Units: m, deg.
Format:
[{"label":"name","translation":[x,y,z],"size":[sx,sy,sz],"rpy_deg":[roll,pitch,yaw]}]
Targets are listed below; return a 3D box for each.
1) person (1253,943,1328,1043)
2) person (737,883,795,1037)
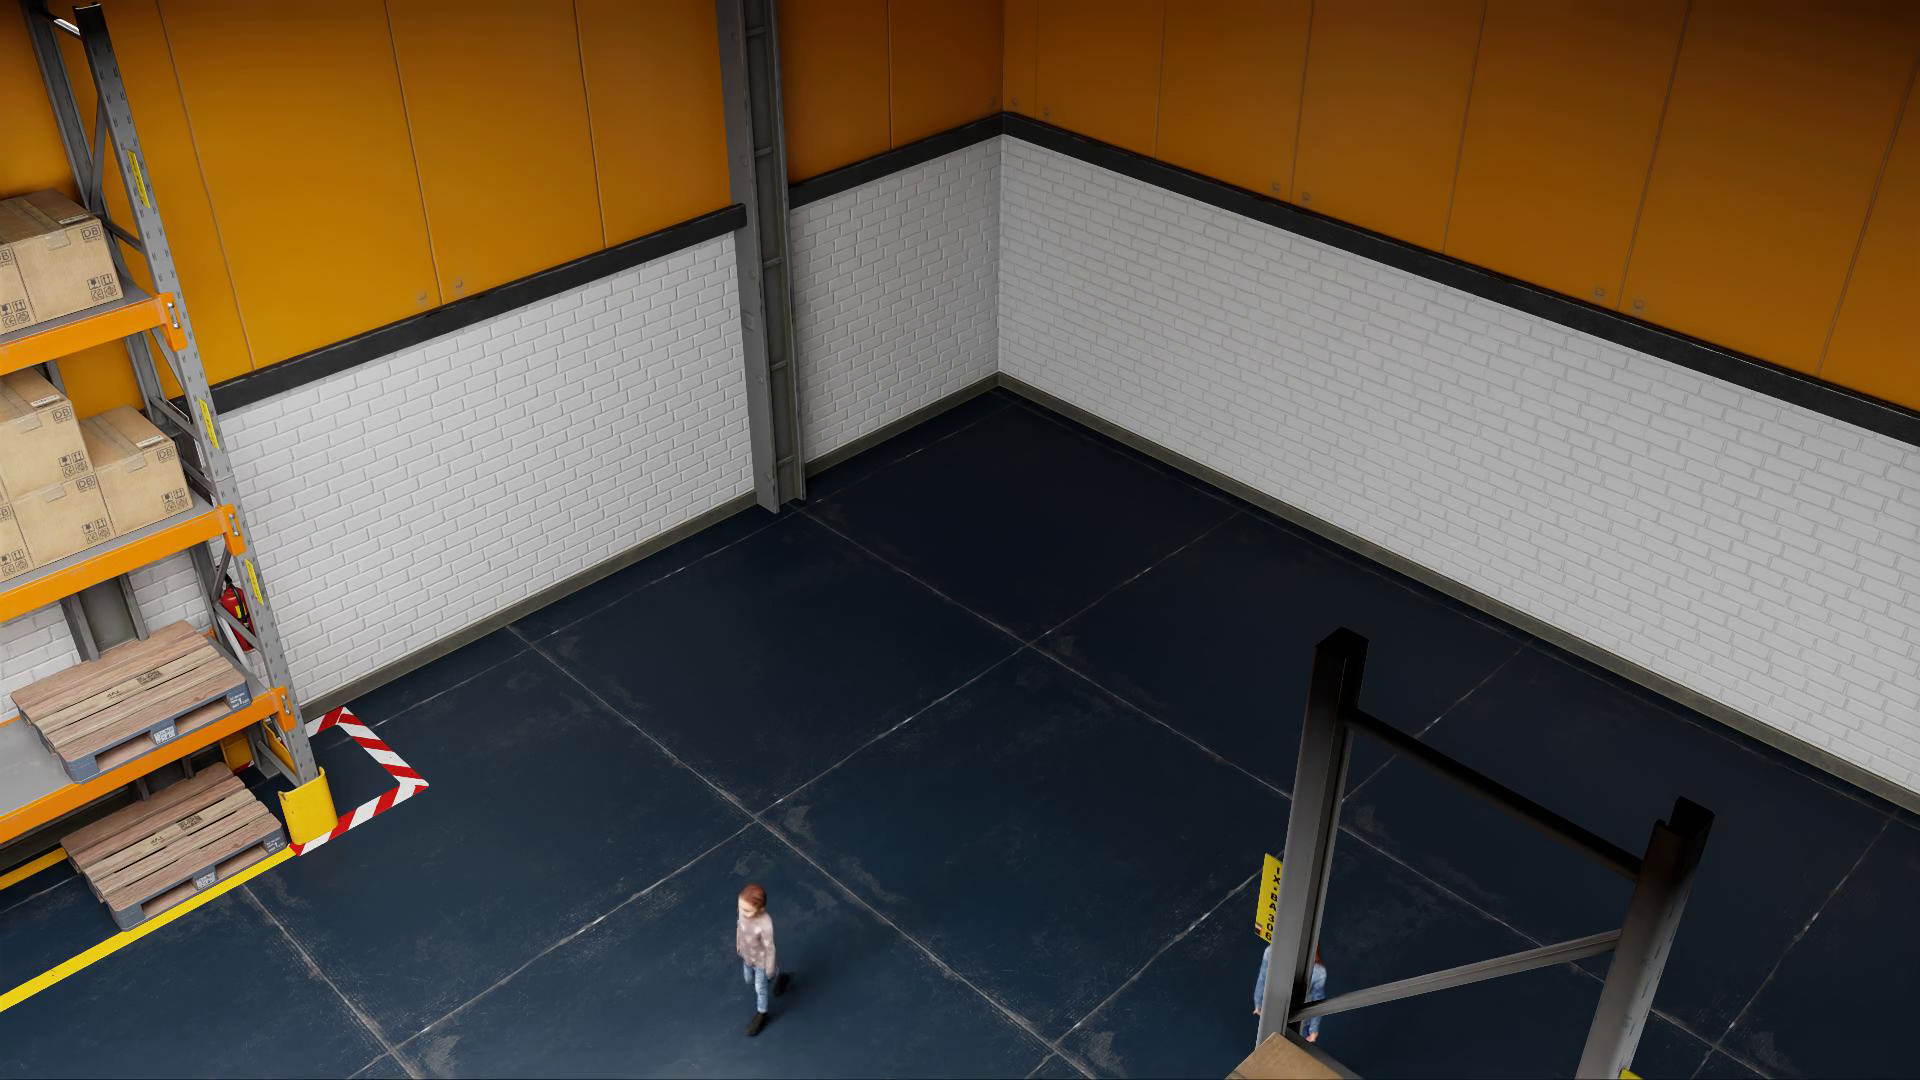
[{"label":"person","translation":[1.974,2.808,9.930],"size":[0.612,1.475,0.575],"rpy_deg":[19,38,26]},{"label":"person","translation":[-1.241,2.594,10.512],"size":[0.667,1.186,0.489],"rpy_deg":[-28,43,-36]}]
